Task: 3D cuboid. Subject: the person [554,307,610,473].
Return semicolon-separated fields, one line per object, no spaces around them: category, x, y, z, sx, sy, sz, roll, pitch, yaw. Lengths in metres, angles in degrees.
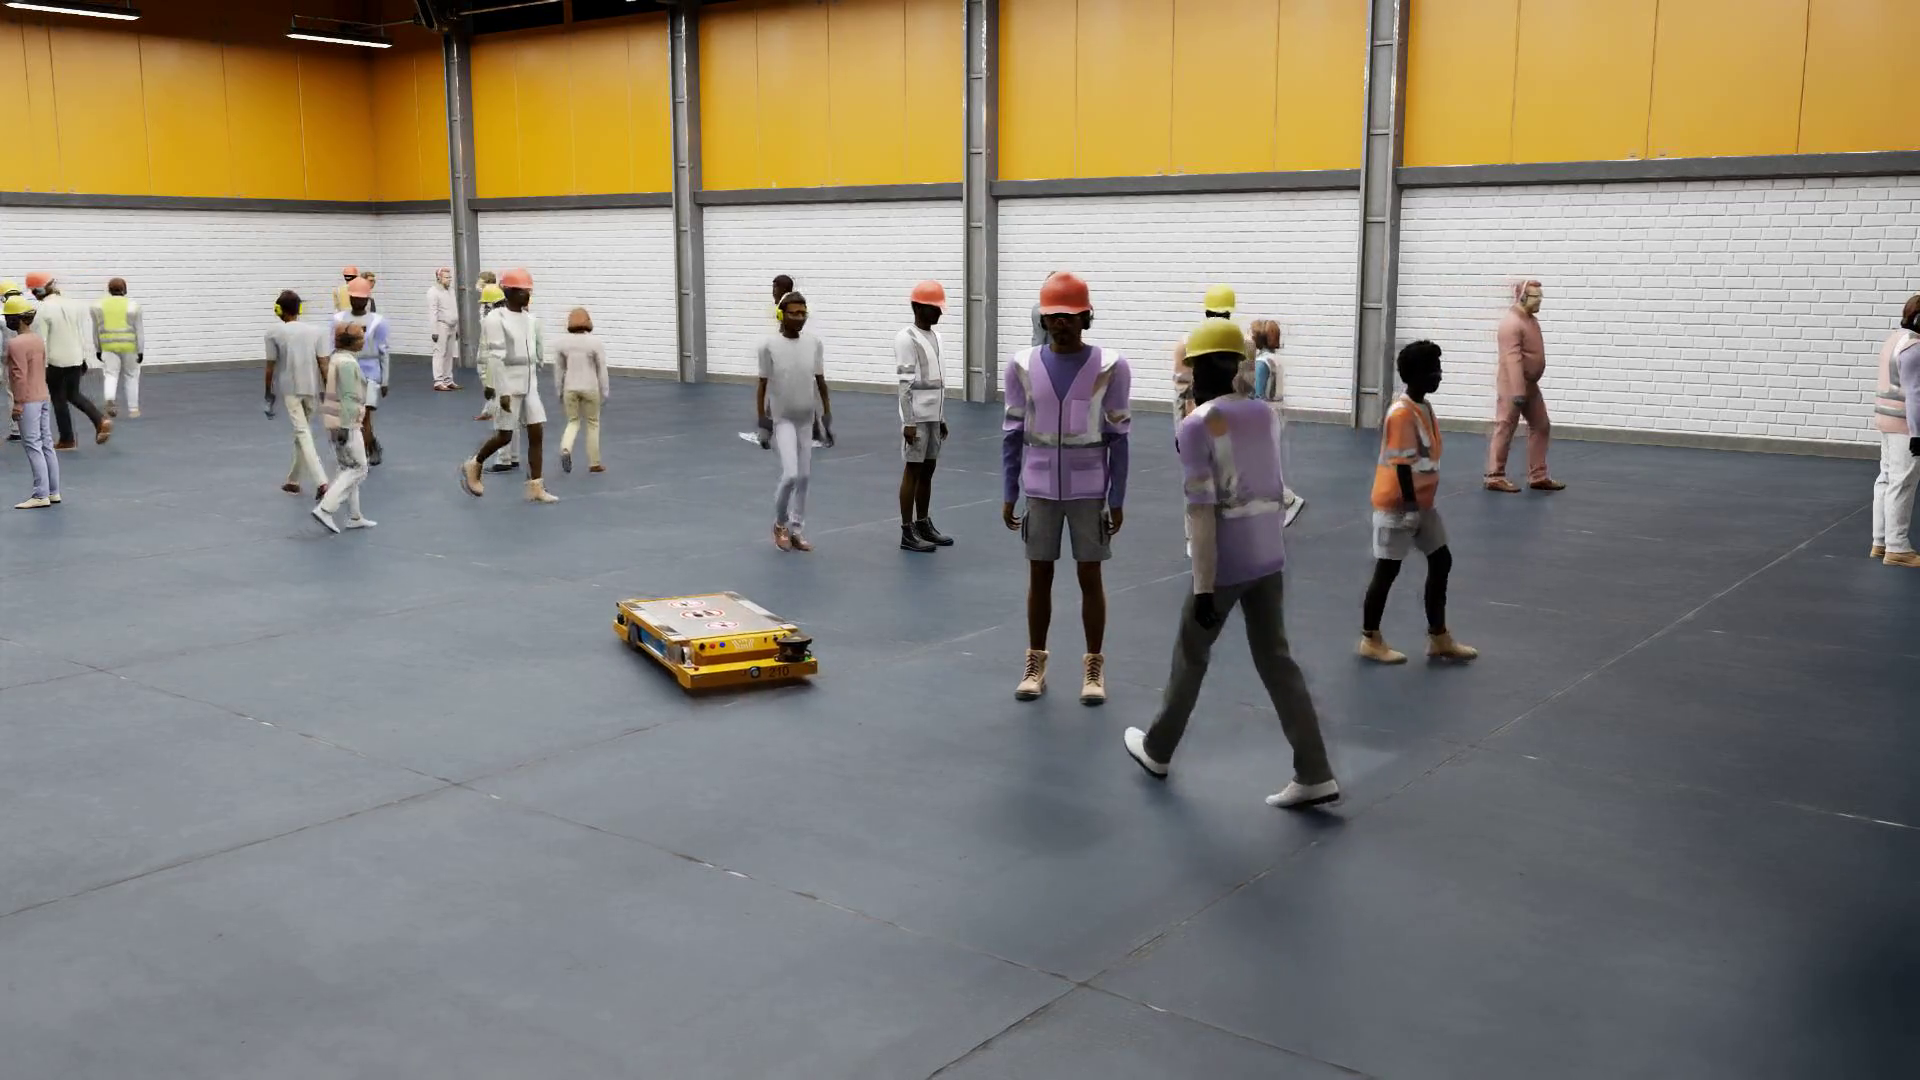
person;-3.631;-1.416;15.908;0.531;1.618;0.529;1;10;6

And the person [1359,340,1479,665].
person;2.380;-0.170;8.457;0.693;1.670;0.548;6;11;31

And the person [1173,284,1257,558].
person;1.762;-0.795;11.460;0.594;1.906;0.446;-2;10;-9

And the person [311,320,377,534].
person;-4.694;-0.853;12.603;0.481;1.625;0.515;-7;12;-36

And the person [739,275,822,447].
person;-1.960;-1.932;18.119;0.960;1.871;0.619;-1;10;-7

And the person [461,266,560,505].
person;-3.833;-1.309;14.104;0.872;2.021;0.599;5;11;28

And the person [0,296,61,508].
person;-7.780;-1.146;13.877;0.314;1.767;0.534;-1;10;-7

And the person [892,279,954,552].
person;-0.248;-0.889;11.885;0.359;1.936;0.544;5;11;26

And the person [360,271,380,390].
person;-9.269;-3.272;26.030;0.349;1.842;0.506;-2;10;-14

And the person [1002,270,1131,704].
person;0.486;-0.235;7.798;0.609;2.034;0.399;2;10;14

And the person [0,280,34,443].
person;-10.575;-2.000;18.686;0.403;1.822;0.589;7;12;37

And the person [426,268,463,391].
person;-7.993;-3.263;25.821;0.403;1.901;0.637;2;10;12

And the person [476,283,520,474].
person;-4.446;-1.549;16.038;0.403;1.830;0.591;1;10;4

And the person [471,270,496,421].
person;-5.815;-2.446;21.016;0.710;1.918;0.634;-3;10;-17

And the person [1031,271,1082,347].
person;0.987;-1.809;17.232;0.636;1.938;0.358;-6;12;-33

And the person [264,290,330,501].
person;-5.692;-1.240;14.337;1.028;1.815;0.535;9;13;43

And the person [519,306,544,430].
person;-5.329;-2.152;20.228;0.529;1.592;0.833;-2;10;-9

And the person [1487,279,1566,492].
person;5.038;-1.336;14.633;0.773;1.879;0.685;7;12;36

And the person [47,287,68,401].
person;-13.043;-2.821;24.013;0.500;1.633;0.280;5;11;27

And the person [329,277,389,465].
person;-5.842;-1.623;16.298;0.547;1.902;0.963;0;10;-1

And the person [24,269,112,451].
person;-9.535;-1.905;17.759;0.671;1.952;0.679;3;10;16

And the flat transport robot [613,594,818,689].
flat transport robot;-1.309;0.492;8.681;0.652;0.197;1.431;-5;11;-26

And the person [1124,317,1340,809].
person;1.050;0.087;6.417;0.625;1.867;1.018;-8;13;-39

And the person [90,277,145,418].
person;-10.769;-2.450;21.297;0.627;1.826;0.704;-3;10;-17

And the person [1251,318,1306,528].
person;2.351;-0.847;12.521;0.467;1.631;0.523;4;11;23

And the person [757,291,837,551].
person;-1.156;-0.827;11.780;0.532;1.853;0.437;-6;12;-33

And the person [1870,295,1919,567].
person;6.474;-0.745;11.340;0.429;1.839;0.623;3;10;15

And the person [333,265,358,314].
person;-10.000;-3.546;27.377;0.541;1.932;0.382;0;10;-3
